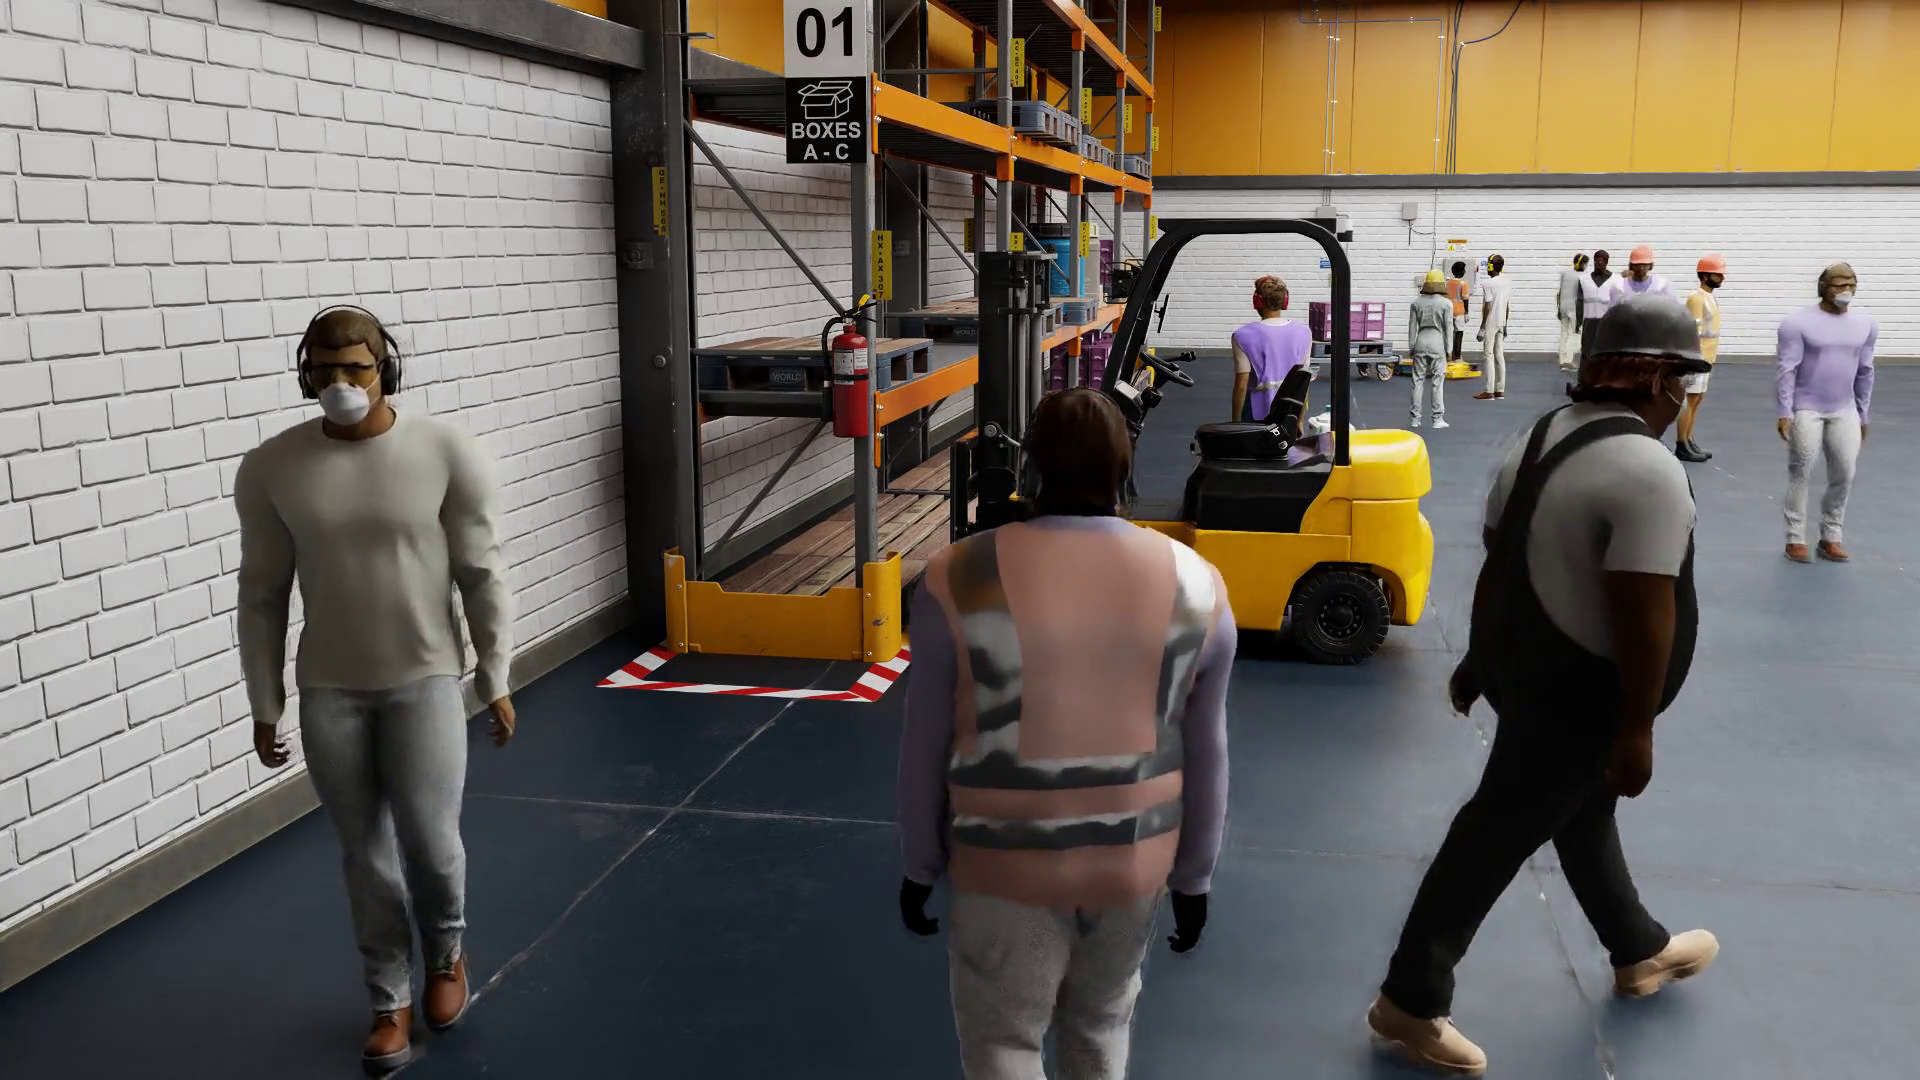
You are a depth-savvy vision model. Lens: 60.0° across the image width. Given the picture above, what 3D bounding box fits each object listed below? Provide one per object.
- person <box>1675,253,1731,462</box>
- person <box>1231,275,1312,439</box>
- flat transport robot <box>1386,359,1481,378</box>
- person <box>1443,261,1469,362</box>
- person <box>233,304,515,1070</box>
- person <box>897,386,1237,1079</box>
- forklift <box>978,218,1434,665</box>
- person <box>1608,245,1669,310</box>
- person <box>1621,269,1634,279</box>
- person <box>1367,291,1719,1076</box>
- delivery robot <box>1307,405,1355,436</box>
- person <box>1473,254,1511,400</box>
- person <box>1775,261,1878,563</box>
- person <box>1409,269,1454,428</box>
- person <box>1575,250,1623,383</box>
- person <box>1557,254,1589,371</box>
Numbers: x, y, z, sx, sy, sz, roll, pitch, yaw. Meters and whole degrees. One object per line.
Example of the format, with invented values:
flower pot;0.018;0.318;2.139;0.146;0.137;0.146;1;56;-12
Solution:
person;6.951;-1.704;15.568;0.379;1.937;0.548;8;13;36
person;1.966;-0.749;10.582;0.567;1.847;0.389;-4;11;-23
flat transport robot;7.043;-2.591;25.002;0.652;0.197;1.431;-7;13;-34
person;8.014;-3.641;26.850;0.318;1.697;0.534;-6;12;-28
person;-1.461;0.383;4.159;0.655;1.926;0.437;-1;10;-4
person;0.215;0.627;3.122;0.633;1.821;0.755;-2;11;-12
forklift;1.285;-0.567;8.635;2.313;2.155;1.214;2;11;11
person;7.295;-2.162;17.928;0.626;1.998;0.750;4;11;19
person;10.494;-3.480;26.246;0.538;1.601;0.740;6;12;29
person;1.570;0.306;4.271;1.097;2.000;0.733;-1;10;-3
delivery robot;3.376;-0.983;15.156;0.477;0.478;0.707;1;10;3
person;6.864;-2.738;21.428;0.532;1.868;0.310;-7;13;-34
person;5.546;-0.816;10.707;0.651;1.934;0.396;0;10;3
person;5.184;-2.103;18.298;0.492;1.740;0.325;7;13;34
person;8.650;-2.961;22.539;0.590;1.911;0.391;6;12;30
person;9.520;-3.544;25.994;0.364;1.839;0.603;-5;11;-24
